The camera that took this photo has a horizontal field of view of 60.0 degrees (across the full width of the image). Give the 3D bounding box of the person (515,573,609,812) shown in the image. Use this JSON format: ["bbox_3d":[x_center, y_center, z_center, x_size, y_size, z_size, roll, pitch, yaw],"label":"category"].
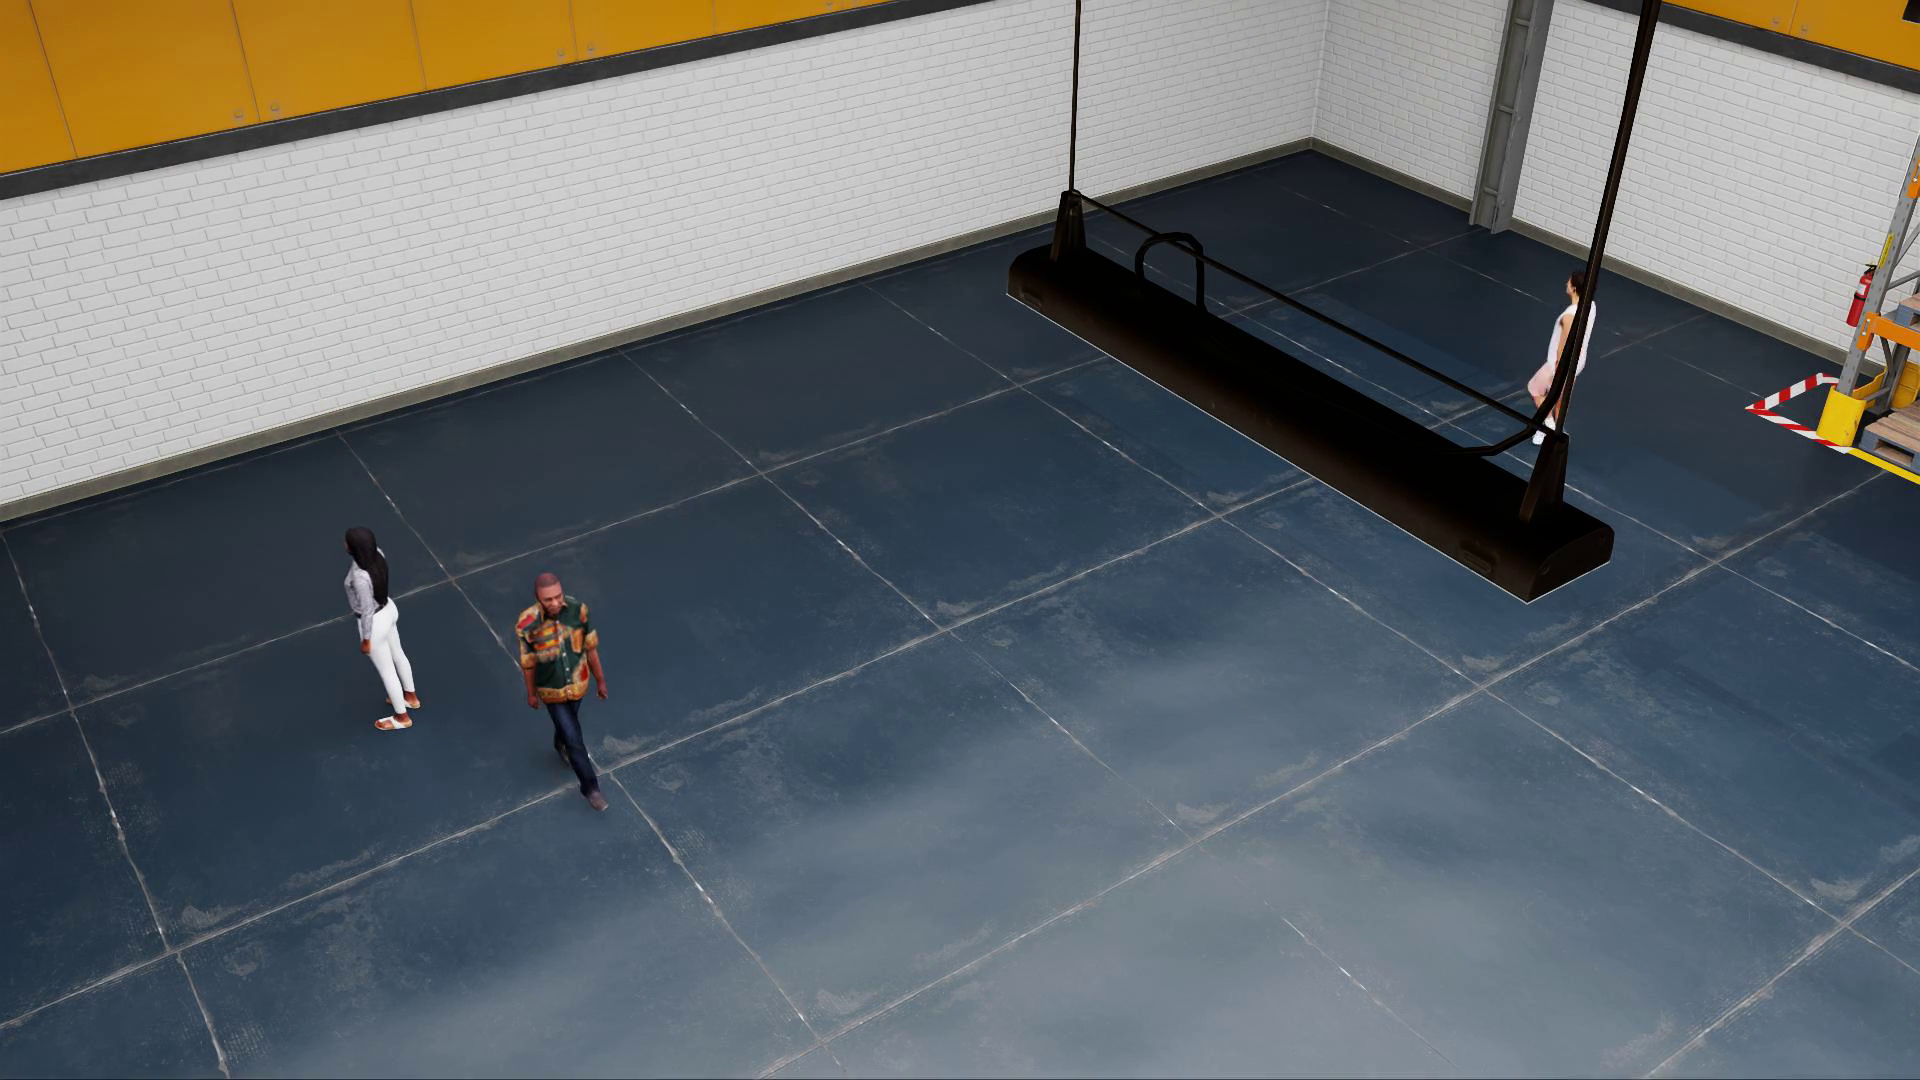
[{"bbox_3d":[-2.789,0.951,11.575,0.695,1.756,1.148,-22,39,-29],"label":"person"}]

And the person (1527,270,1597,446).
[{"bbox_3d":[5.678,-1.629,15.440,0.640,1.775,0.668,-24,40,-31],"label":"person"}]

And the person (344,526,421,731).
[{"bbox_3d":[-4.230,0.617,12.107,0.732,1.724,0.648,2,34,3],"label":"person"}]
